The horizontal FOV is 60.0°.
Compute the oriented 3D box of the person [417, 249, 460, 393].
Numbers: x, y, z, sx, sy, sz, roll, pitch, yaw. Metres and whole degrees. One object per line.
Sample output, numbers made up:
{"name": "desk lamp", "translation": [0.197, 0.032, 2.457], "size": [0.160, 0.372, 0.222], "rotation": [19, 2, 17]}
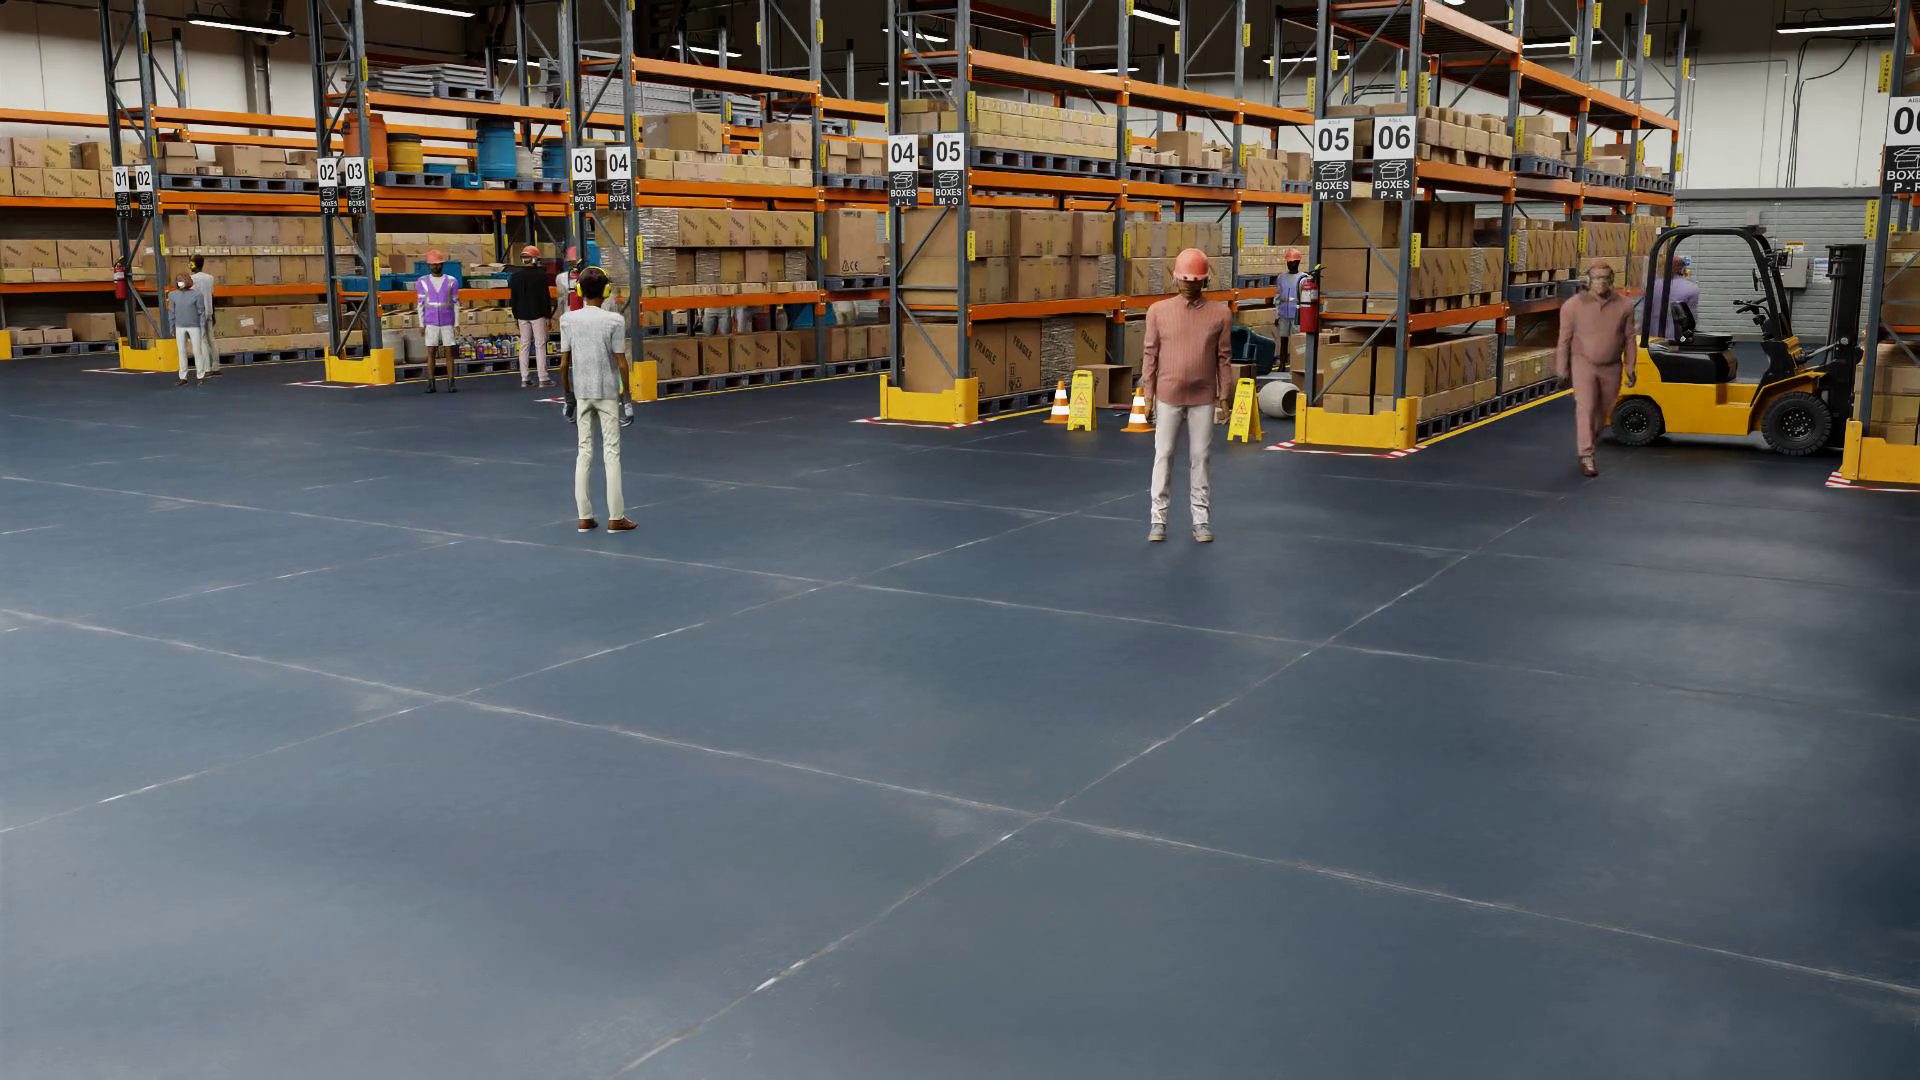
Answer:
{"name": "person", "translation": [-7.046, -2.954, 22.525], "size": [0.548, 1.937, 0.379], "rotation": [-3, 10, -14]}

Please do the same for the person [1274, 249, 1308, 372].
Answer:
{"name": "person", "translation": [4.913, -3.334, 24.646], "size": [0.542, 1.939, 0.361], "rotation": [7, 12, 34]}

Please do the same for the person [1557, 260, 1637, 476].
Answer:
{"name": "person", "translation": [5.621, -1.532, 14.732], "size": [0.651, 1.879, 0.815], "rotation": [0, 10, 1]}

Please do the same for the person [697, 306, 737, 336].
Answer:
{"name": "person", "translation": [-3.690, -3.441, 25.293], "size": [0.625, 1.931, 0.375], "rotation": [0, 10, 1]}

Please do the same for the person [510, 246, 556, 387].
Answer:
{"name": "person", "translation": [-6.010, -3.137, 23.409], "size": [0.608, 1.987, 0.388], "rotation": [3, 11, 17]}

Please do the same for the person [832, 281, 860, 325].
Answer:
{"name": "person", "translation": [-1.994, -3.997, 29.301], "size": [0.523, 1.591, 0.764], "rotation": [2, 10, 11]}

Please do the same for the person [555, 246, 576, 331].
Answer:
{"name": "person", "translation": [-5.373, -3.146, 23.513], "size": [0.640, 1.994, 1.059], "rotation": [-2, 10, -11]}

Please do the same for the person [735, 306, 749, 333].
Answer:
{"name": "person", "translation": [-3.717, -3.833, 27.695], "size": [0.525, 1.856, 0.465], "rotation": [4, 11, 21]}

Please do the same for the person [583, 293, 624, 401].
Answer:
{"name": "person", "translation": [-4.508, -2.606, 21.103], "size": [0.698, 1.745, 0.527], "rotation": [6, 12, 29]}

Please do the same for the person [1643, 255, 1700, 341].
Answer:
{"name": "person", "translation": [8.379, -2.418, 19.673], "size": [0.607, 1.889, 0.648], "rotation": [-9, 13, -41]}

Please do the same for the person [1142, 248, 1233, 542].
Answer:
{"name": "person", "translation": [1.538, -0.970, 11.280], "size": [0.611, 1.985, 0.393], "rotation": [0, 10, 3]}

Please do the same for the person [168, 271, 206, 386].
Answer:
{"name": "person", "translation": [-10.998, -3.009, 23.684], "size": [0.507, 1.632, 0.267], "rotation": [-1, 10, -5]}

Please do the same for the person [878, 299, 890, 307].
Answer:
{"name": "person", "translation": [-1.239, -4.311, 30.707], "size": [0.534, 1.733, 0.858], "rotation": [1, 10, 5]}

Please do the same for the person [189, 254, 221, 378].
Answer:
{"name": "person", "translation": [-11.443, -3.378, 25.107], "size": [0.309, 1.864, 0.535], "rotation": [3, 10, 15]}

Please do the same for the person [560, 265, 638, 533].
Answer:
{"name": "person", "translation": [-2.538, -0.981, 11.663], "size": [0.535, 1.869, 0.314], "rotation": [2, 10, 12]}

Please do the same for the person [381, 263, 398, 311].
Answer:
{"name": "person", "translation": [-11.074, -4.529, 32.188], "size": [0.505, 1.636, 0.279], "rotation": [7, 12, 33]}
